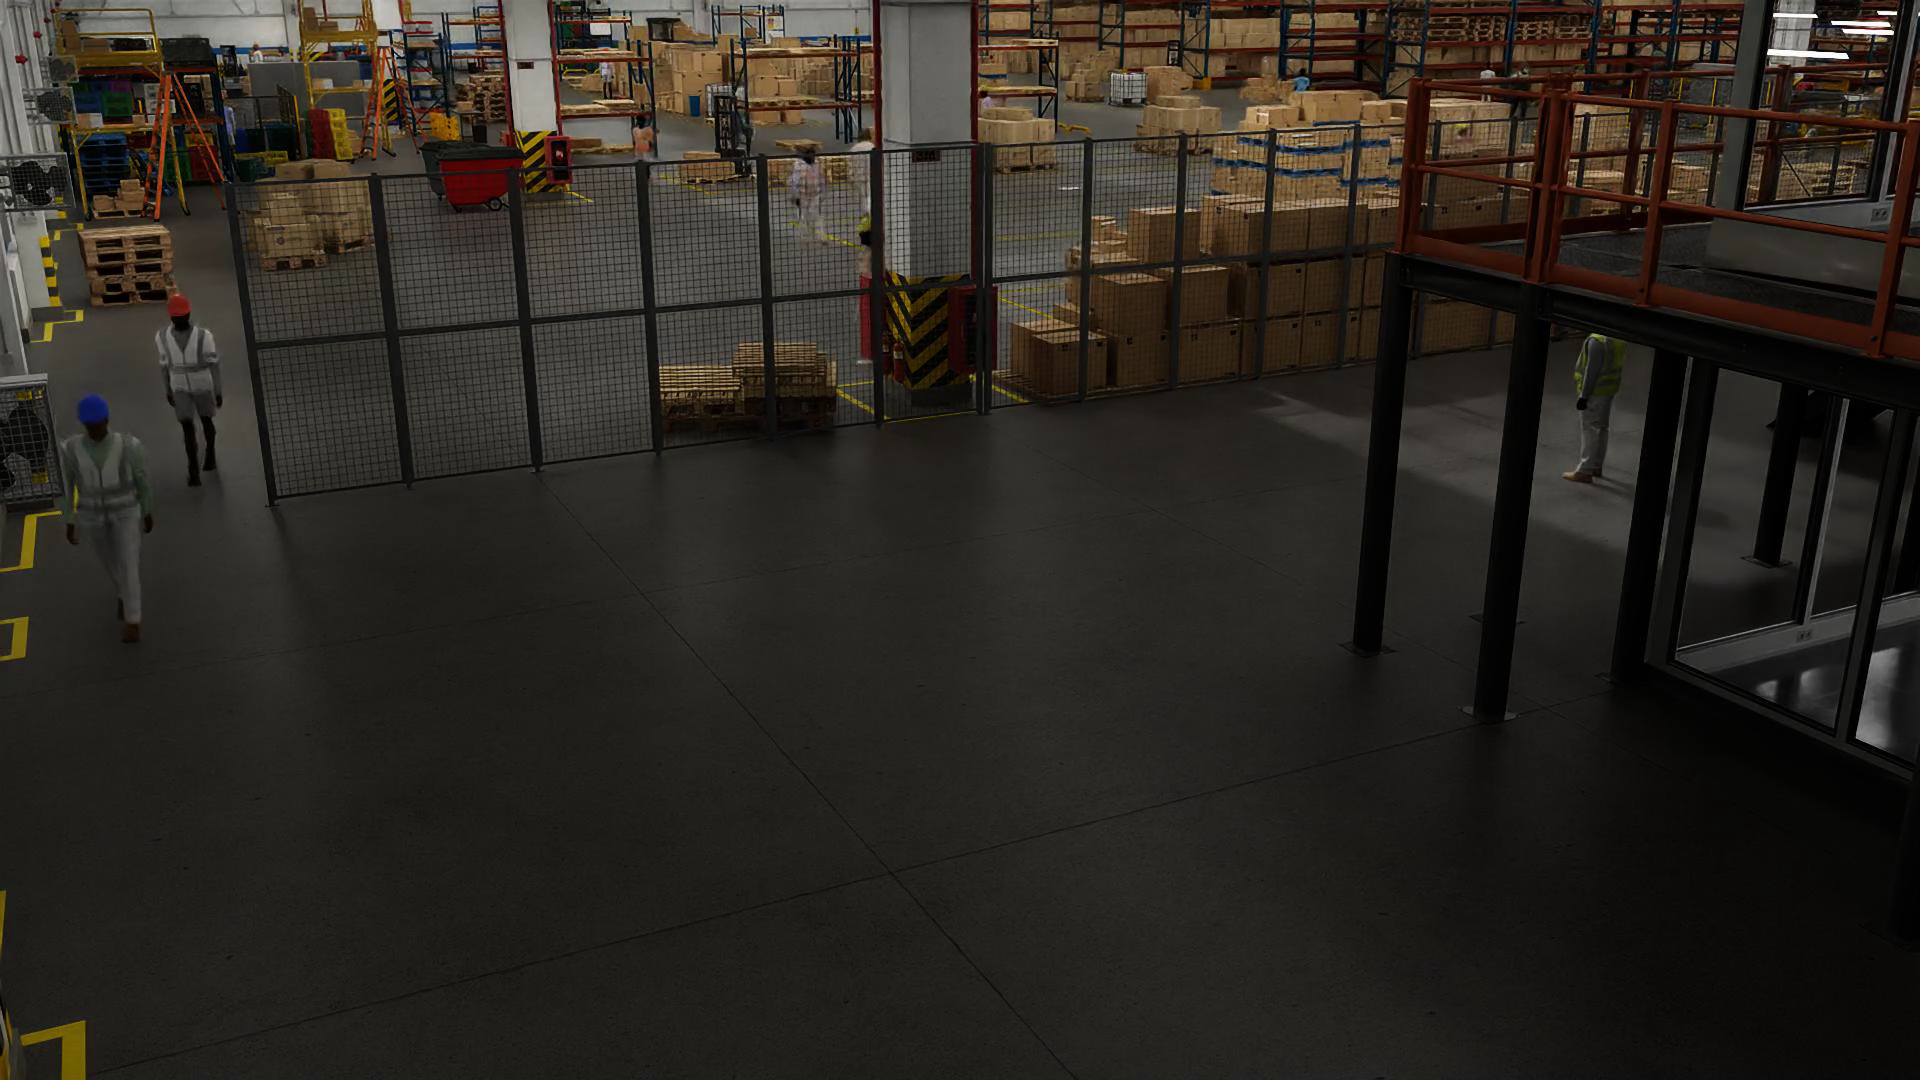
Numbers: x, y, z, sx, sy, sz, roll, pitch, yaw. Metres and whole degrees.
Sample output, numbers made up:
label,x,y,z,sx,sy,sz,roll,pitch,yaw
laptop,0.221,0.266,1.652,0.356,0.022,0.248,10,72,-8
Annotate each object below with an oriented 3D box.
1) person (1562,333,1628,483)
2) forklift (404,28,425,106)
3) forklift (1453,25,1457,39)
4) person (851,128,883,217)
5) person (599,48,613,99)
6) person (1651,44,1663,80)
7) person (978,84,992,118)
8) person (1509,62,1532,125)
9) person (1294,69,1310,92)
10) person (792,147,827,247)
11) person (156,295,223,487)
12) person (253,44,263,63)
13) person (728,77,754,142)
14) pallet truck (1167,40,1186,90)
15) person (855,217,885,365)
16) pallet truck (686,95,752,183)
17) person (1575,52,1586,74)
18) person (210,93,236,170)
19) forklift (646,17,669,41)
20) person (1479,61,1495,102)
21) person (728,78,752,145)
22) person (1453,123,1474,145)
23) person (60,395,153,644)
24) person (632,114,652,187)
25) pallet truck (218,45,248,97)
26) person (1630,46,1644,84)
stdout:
label,x,y,z,sx,sy,sz,roll,pitch,yaw
person,6.324,-1.488,16.549,0.429,1.847,0.627,17,25,40
forklift,-19.747,-17.124,60.310,1.873,2.768,1.129,5,20,14
forklift,18.651,-18.232,63.520,1.873,2.768,1.129,-9,21,-25
person,-1.852,-7.213,33.066,0.636,1.909,0.888,2,19,6
person,-13.714,-18.113,64.616,0.543,1.928,0.374,6,20,17
person,31.359,-21.460,74.793,0.498,1.613,0.558,0,19,-1
person,0.741,-11.460,45.356,0.557,1.905,0.599,2,19,7
person,18.298,-14.606,54.278,0.682,2.000,0.934,2,19,5
person,11.579,-15.096,56.275,0.549,1.642,0.858,10,22,27
person,-2.741,-6.278,30.501,0.637,1.794,0.935,-7,20,-19
person,-7.658,-1.522,16.597,0.559,1.880,1.014,-5,20,-14
person,-29.186,-19.688,69.250,0.359,1.883,0.573,1,19,3
person,-6.425,-12.594,48.680,0.664,1.884,0.643,-14,23,-35
pallet truck,9.045,-19.971,69.895,0.823,1.965,1.885,-3,19,-8
person,-1.115,-3.211,21.435,0.484,1.913,0.615,-8,21,-22
pallet truck,-5.836,-9.608,39.856,0.823,1.965,1.885,10,22,27
person,24.691,-18.514,66.124,0.542,1.695,0.316,13,23,32
person,-18.560,-10.305,41.965,0.545,1.938,0.356,-10,21,-26
forklift,-13.136,-21.333,72.511,1.129,2.768,1.873,-17,25,-40
person,17.945,-15.343,56.684,0.520,1.865,0.335,11,22,29
person,-6.387,-12.386,48.032,0.638,1.919,0.693,14,24,35
person,10.879,-8.192,36.133,0.595,1.743,0.412,-6,20,-17
person,-6.514,-0.195,12.740,0.603,1.893,1.046,-6,20,-16
person,-7.386,-9.035,38.668,0.539,1.685,0.368,5,20,14
pallet truck,-28.879,-18.665,66.111,0.823,1.965,1.885,-3,19,-9
person,27.360,-19.039,67.392,0.920,1.870,0.640,-4,20,-13
